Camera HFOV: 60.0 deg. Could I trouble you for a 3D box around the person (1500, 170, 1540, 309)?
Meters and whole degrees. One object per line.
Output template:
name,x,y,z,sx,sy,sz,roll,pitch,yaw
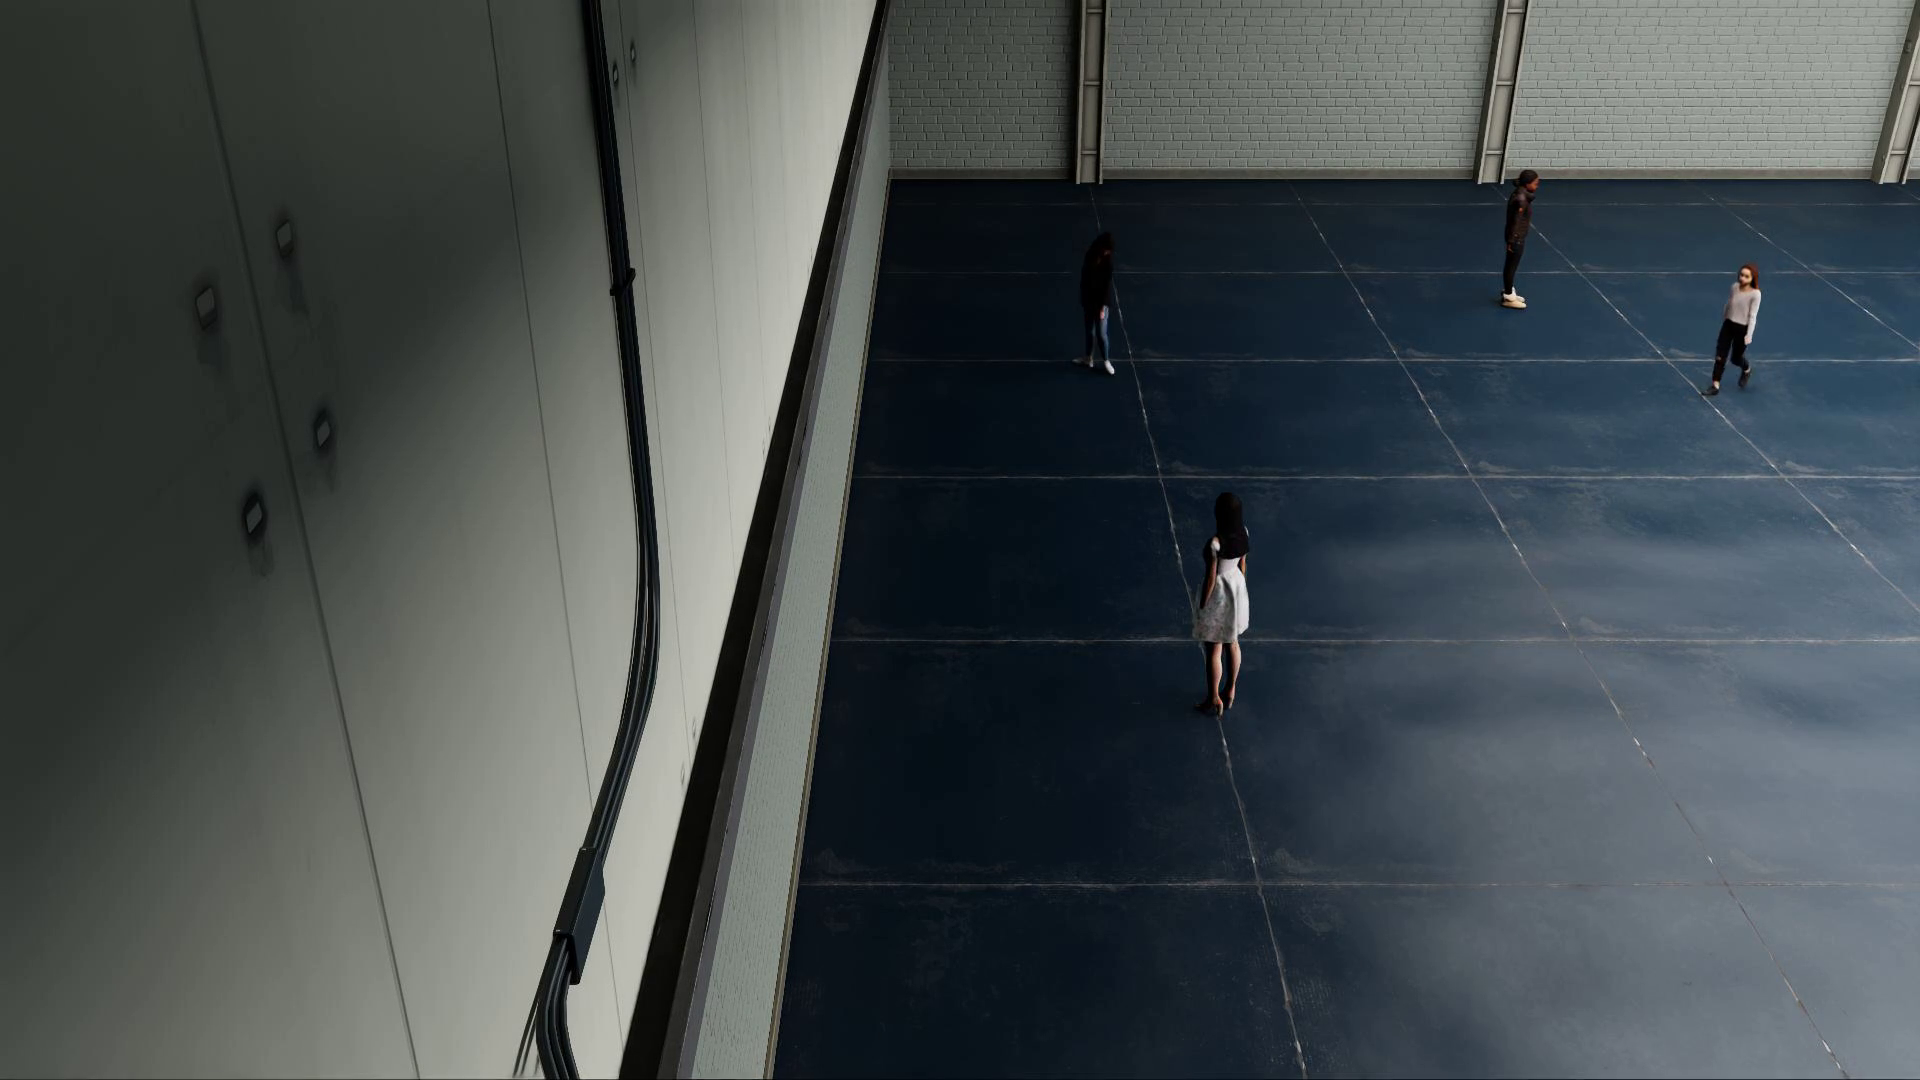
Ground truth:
person,6.614,-3.602,19.841,0.648,1.661,0.596,3,28,5

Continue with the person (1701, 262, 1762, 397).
person,8.191,-2.206,17.431,0.983,1.463,0.834,-14,31,-25

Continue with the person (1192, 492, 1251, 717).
person,1.900,0.463,12.089,0.760,1.773,0.835,-20,34,-32

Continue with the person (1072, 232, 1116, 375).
person,1.447,-2.616,18.048,0.816,1.606,0.790,-13,31,-22
